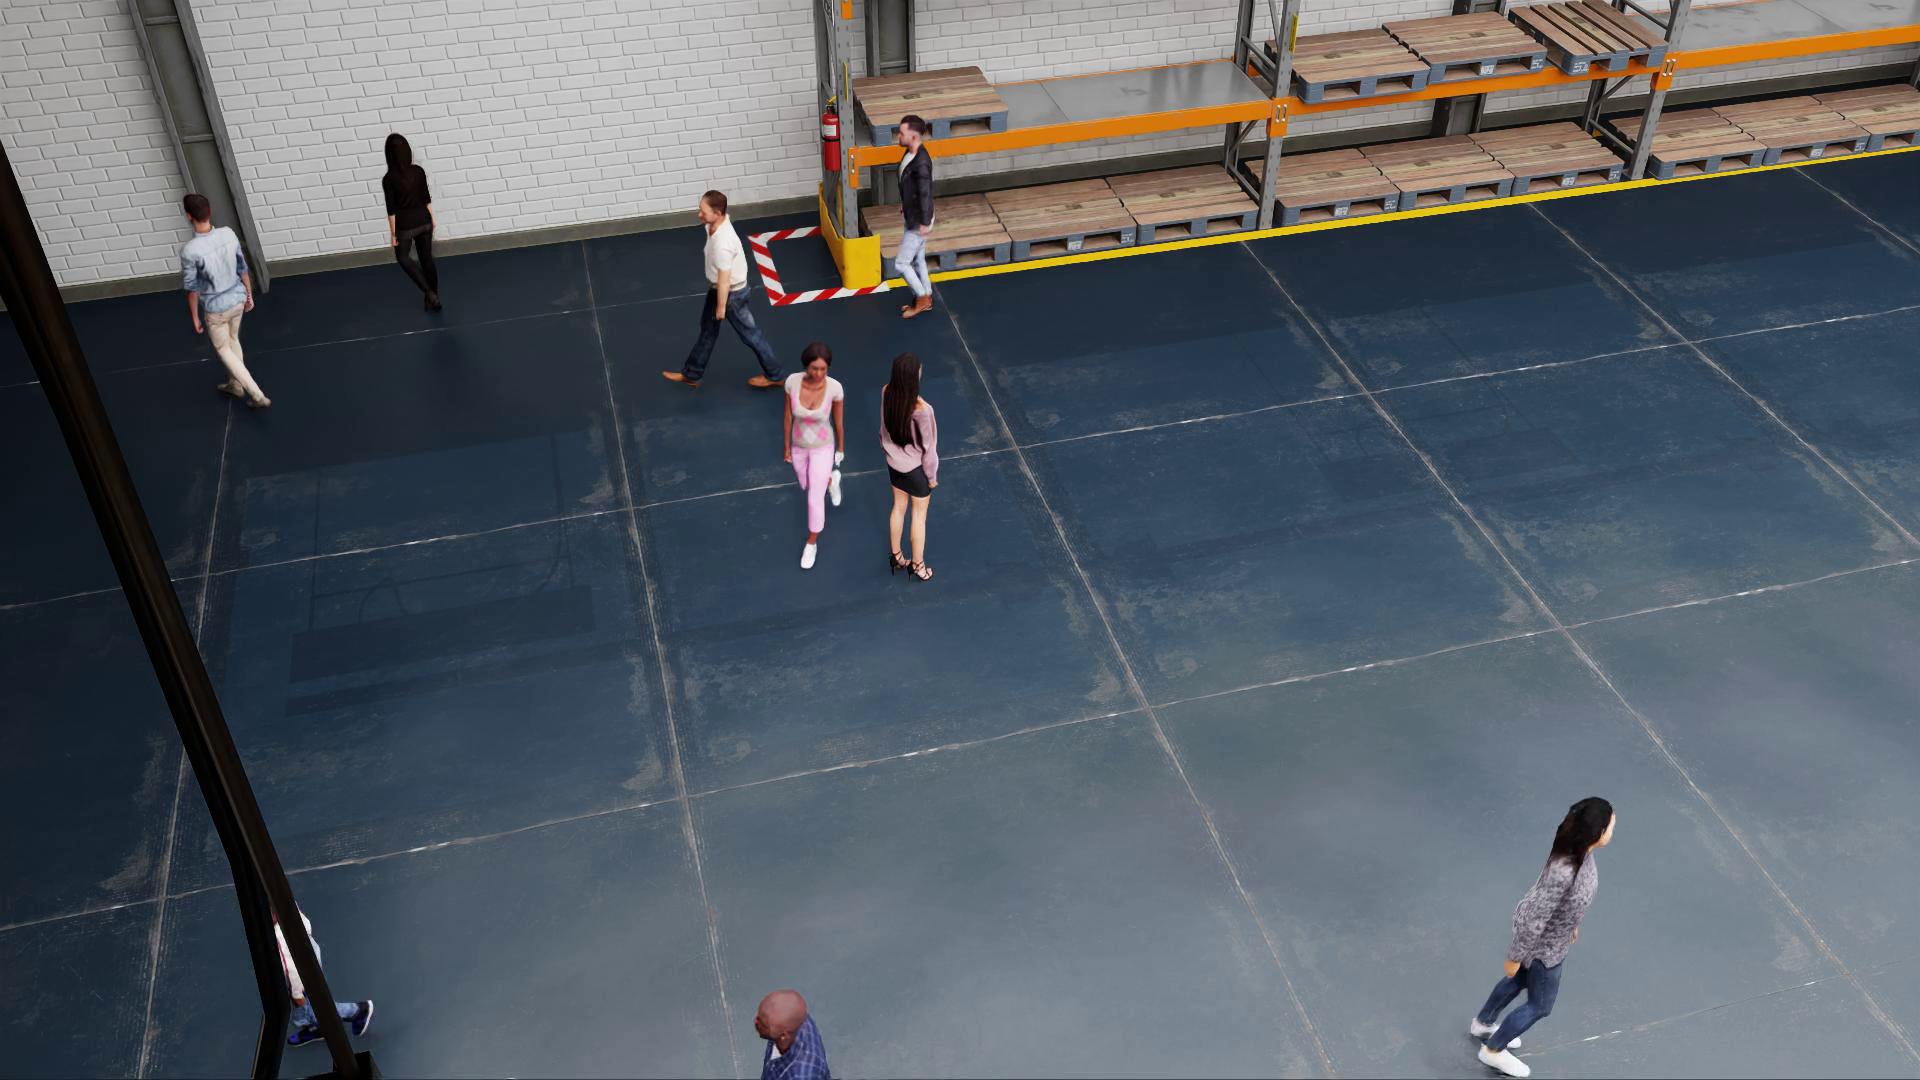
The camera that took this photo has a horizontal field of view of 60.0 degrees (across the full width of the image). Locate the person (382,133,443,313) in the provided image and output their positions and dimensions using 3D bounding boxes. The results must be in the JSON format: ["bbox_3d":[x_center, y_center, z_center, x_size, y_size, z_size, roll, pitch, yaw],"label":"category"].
[{"bbox_3d":[-4.601,-2.630,14.101,0.732,1.629,0.793,-32,48,-33],"label":"person"}]

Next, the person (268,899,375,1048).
[{"bbox_3d":[-3.304,2.150,8.423,0.719,1.247,0.552,-16,41,-19],"label":"person"}]

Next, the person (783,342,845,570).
[{"bbox_3d":[-1.000,-0.678,11.589,1.083,1.713,0.979,9,40,11],"label":"person"}]

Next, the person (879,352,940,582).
[{"bbox_3d":[-0.349,-0.484,11.270,0.710,1.810,0.715,31,48,33],"label":"person"}]

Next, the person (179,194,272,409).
[{"bbox_3d":[-5.688,-1.785,12.903,1.060,1.803,1.018,24,44,27],"label":"person"}]

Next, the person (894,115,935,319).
[{"bbox_3d":[-0.290,-2.717,14.056,0.620,1.822,0.694,-6,39,-7],"label":"person"}]

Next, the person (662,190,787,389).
[{"bbox_3d":[-1.708,-1.908,13.064,1.238,1.795,0.755,-5,39,-6],"label":"person"}]

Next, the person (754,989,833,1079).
[{"bbox_3d":[-0.627,2.584,7.454,1.177,1.777,0.727,-7,39,-8],"label":"person"}]

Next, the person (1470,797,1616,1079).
[{"bbox_3d":[2.855,1.972,8.291,0.817,1.689,0.758,30,48,32],"label":"person"}]
